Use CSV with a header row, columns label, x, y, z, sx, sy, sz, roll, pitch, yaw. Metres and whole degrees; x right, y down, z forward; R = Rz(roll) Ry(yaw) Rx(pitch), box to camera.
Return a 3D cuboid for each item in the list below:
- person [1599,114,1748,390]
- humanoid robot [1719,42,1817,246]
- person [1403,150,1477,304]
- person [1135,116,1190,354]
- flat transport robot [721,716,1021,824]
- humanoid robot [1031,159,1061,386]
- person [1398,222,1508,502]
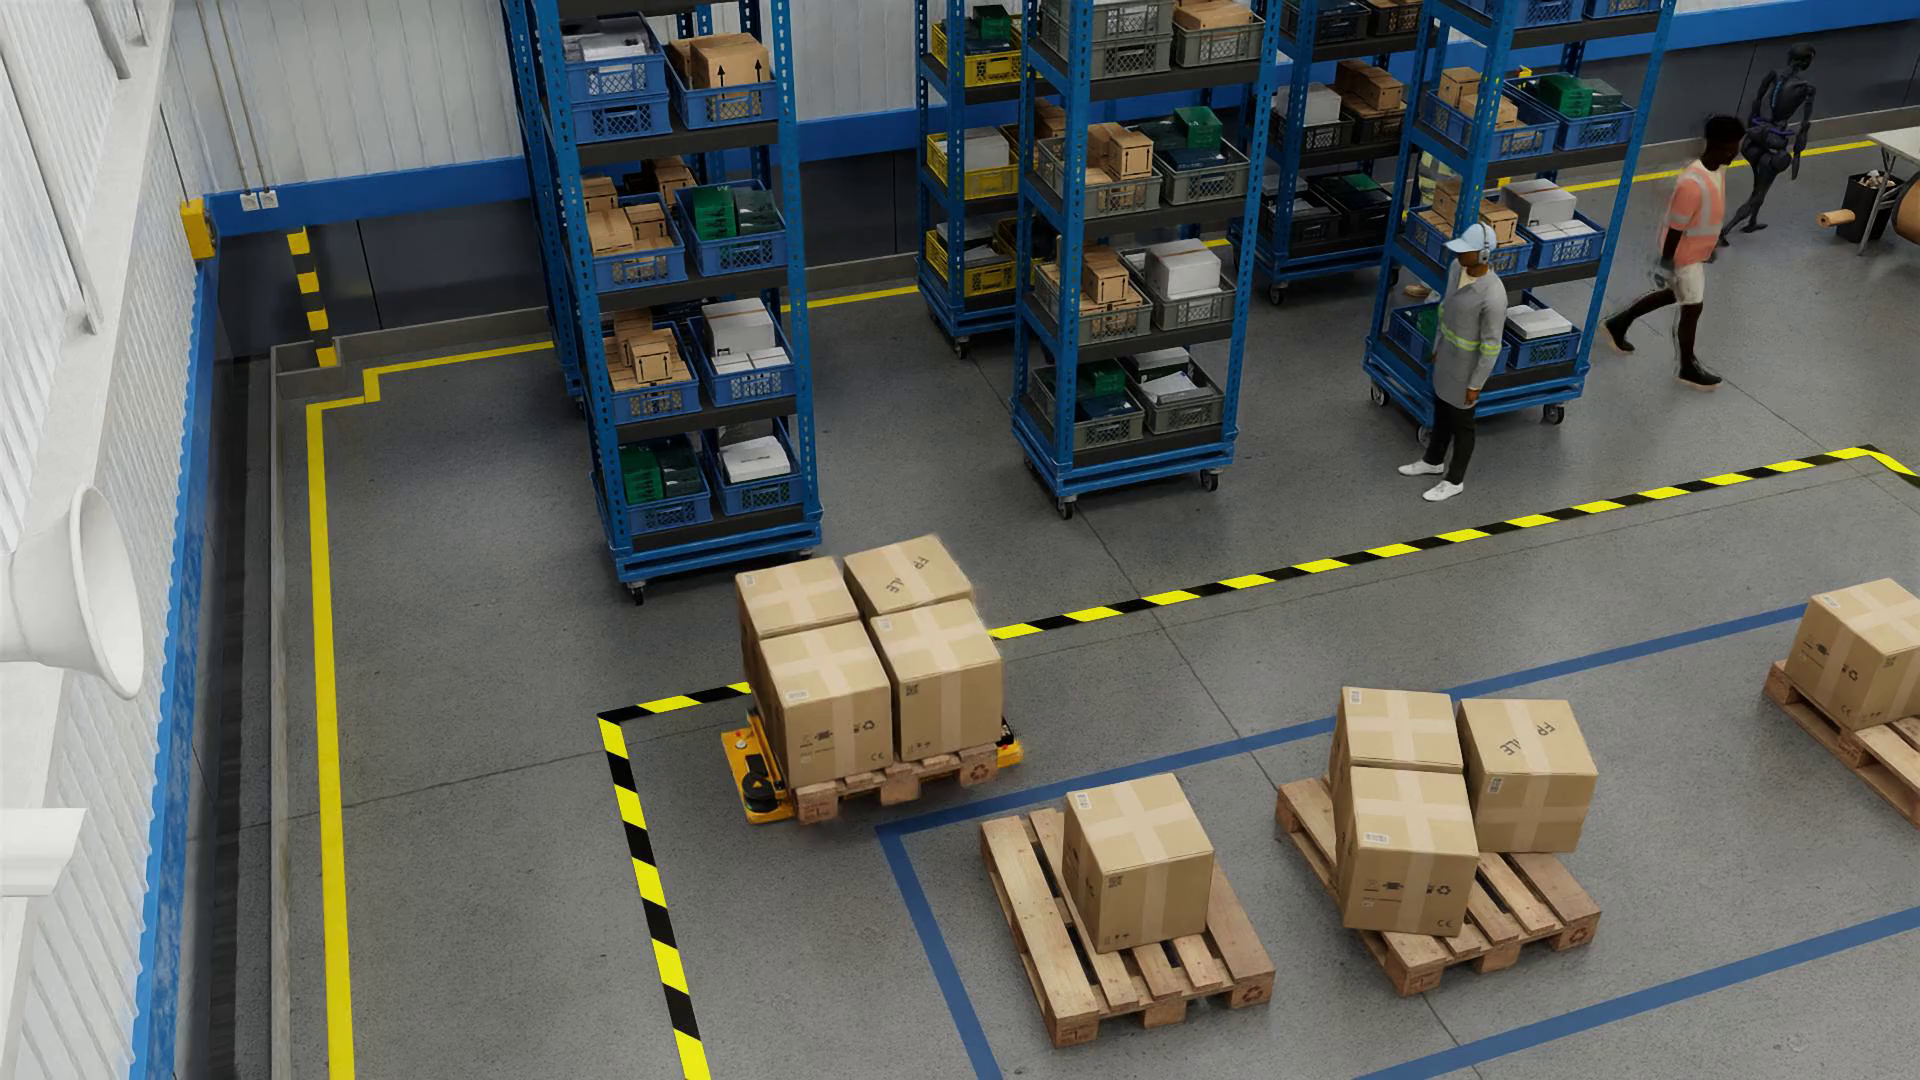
label,x,y,z,sx,sy,sz,roll,pitch,yaw
person,5.016,-2.019,11.481,0.898,1.931,0.613,23,41,29
humanoid robot,6.469,-3.182,13.378,0.729,1.636,0.599,-14,38,-19
person,3.575,-2.540,12.292,0.429,1.842,0.629,6,36,9
person,1.430,-2.050,11.536,0.425,1.914,0.646,5,36,7
flat transport robot,-0.465,1.025,8.578,1.431,0.197,0.652,-11,37,-15
humanoid robot,0.682,-1.825,11.421,0.426,1.644,0.600,-5,35,-7
person,3.051,-1.091,10.228,0.399,1.852,0.589,-8,36,-11
